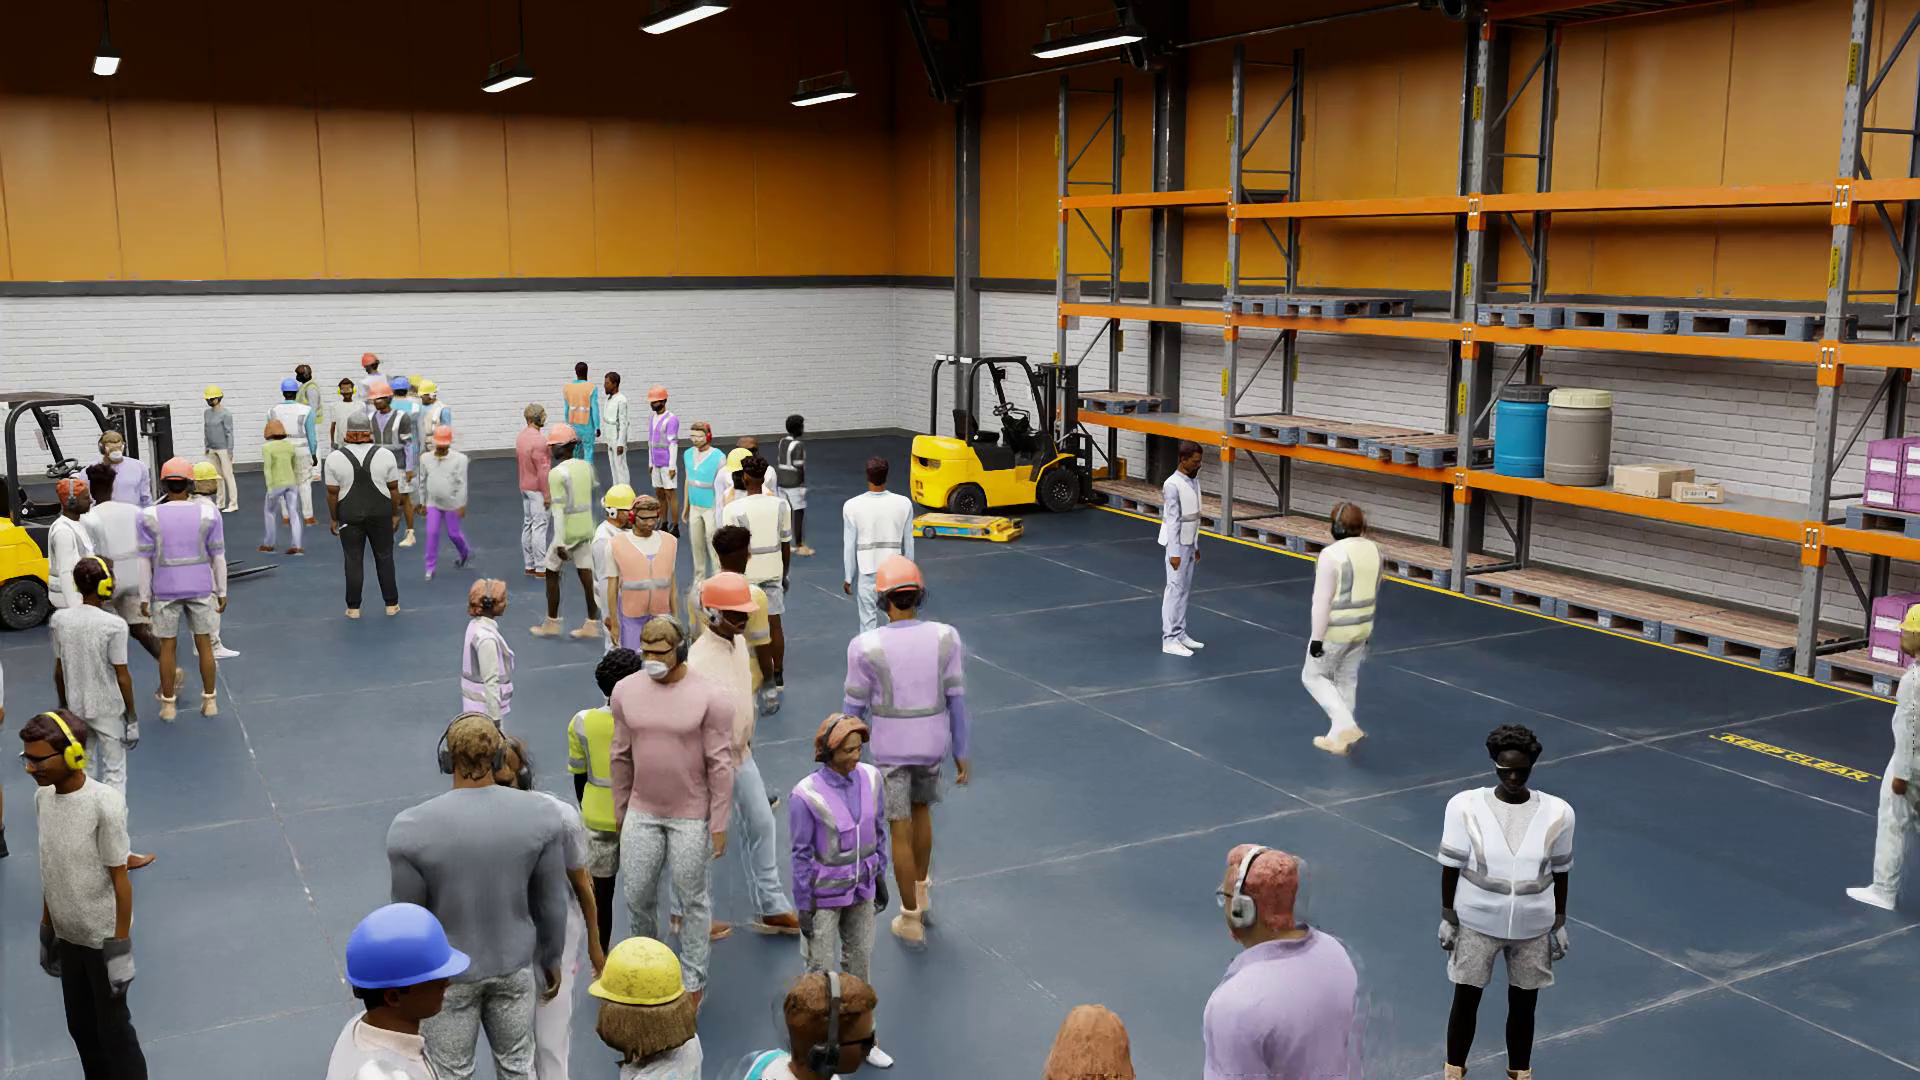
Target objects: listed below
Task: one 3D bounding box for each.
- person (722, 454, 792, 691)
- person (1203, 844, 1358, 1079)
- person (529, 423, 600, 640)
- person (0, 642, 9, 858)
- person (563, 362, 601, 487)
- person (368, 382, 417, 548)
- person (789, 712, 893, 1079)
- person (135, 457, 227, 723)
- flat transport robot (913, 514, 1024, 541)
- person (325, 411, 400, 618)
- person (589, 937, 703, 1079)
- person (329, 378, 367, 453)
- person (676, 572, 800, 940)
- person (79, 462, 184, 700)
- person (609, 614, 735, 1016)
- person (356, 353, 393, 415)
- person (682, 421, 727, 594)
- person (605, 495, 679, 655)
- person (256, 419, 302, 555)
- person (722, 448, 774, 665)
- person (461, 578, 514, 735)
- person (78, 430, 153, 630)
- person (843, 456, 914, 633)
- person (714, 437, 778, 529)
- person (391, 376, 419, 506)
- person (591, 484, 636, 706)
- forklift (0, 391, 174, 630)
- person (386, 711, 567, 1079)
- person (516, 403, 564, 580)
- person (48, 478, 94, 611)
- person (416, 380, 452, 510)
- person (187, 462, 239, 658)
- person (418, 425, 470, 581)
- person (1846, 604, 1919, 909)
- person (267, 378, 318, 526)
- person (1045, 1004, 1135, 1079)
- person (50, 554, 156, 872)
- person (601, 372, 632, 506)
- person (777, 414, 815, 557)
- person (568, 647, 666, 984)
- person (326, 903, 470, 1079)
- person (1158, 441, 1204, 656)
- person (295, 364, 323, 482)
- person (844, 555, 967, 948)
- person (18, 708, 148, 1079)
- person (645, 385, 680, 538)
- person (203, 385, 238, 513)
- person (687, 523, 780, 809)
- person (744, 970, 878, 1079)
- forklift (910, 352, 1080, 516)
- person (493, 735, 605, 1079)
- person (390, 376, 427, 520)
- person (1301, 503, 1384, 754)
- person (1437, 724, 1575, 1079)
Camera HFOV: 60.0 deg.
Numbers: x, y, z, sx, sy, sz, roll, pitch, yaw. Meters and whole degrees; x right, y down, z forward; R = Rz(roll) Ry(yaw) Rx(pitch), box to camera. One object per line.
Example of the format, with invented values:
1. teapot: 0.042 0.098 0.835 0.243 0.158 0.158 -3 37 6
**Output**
1. person: -1.645 0.280 13.462 0.613 1.965 0.361 -7 12 -34
2. person: 0.842 1.810 4.963 0.653 1.857 0.974 -9 13 -42
3. person: -3.675 -0.072 15.352 0.784 2.020 0.623 5 11 28
4. person: -5.882 0.956 9.697 0.390 1.925 0.550 9 14 43
5. person: -5.755 -1.752 25.332 0.587 1.911 0.397 4 10 20
6. person: -6.898 -0.901 20.099 0.611 2.033 0.441 3 10 16
7. person: -0.523 1.537 7.192 0.320 1.631 0.518 10 14 44
8. person: -5.940 0.379 12.730 0.615 2.029 0.409 -5 11 -27
9. flat transport robot: 0.027 -0.170 20.929 1.431 0.197 0.652 4 11 21
10. person: -5.860 -0.258 16.349 0.676 2.000 0.536 -4 11 -21
11. person: -0.855 1.931 4.606 0.295 1.744 0.484 1 10 4
12. person: -8.318 -1.274 22.685 0.521 1.874 0.328 -4 11 -22
13. person: -1.130 1.137 8.521 0.865 1.958 0.642 4 11 23
14. person: -6.680 0.345 13.242 0.882 1.925 0.652 6 11 30
15. person: -1.359 1.294 7.757 0.632 1.933 0.414 3 10 15
16. person: -9.281 -1.992 26.494 0.608 1.990 1.018 -7 12 -34
17. person: -2.638 -0.330 17.359 0.573 1.834 0.389 8 12 38
18. person: -2.305 0.576 12.127 0.563 1.838 0.389 -7 12 -37
19. person: -8.102 -0.622 19.707 0.713 1.598 0.530 5 11 28
20. person: -1.836 0.157 14.338 0.586 1.915 0.396 7 12 36
21. person: -2.853 1.037 10.079 0.314 1.631 0.521 -4 11 -22
22. person: -7.912 -0.081 15.661 0.375 1.930 0.636 9 13 41
23. person: -0.663 0.273 13.640 0.587 1.920 0.391 -2 10 -11
24. person: -2.023 -0.075 15.892 0.623 1.835 0.429 -4 11 -23
25. person: -7.795 -1.363 23.210 0.510 1.870 0.328 4 11 22
26. person: -2.615 0.471 12.809 0.403 1.817 0.601 1 10 5
27. forklift: -9.026 -0.363 16.508 1.214 2.155 2.313 6 11 29
28. person: -1.759 1.577 6.124 0.635 1.929 0.381 -5 11 -28
29. person: -4.631 -0.532 18.220 0.373 1.940 0.628 -7 12 -36
30. person: -6.735 0.465 12.671 0.349 1.877 0.577 -4 10 -20
31. person: -7.301 -1.304 23.003 0.591 1.822 0.404 5 11 26
32. person: -6.644 0.174 14.712 0.493 1.740 0.314 9 13 42
33. person: -5.670 -0.441 18.362 0.576 1.720 0.696 0 10 3
34. person: 5.177 1.191 8.885 0.494 1.724 0.641 -6 11 -29
35. person: -8.690 -1.135 21.701 0.603 1.939 0.415 0 10 -2
36. person: 0.302 2.021 4.455 0.521 1.598 0.610 4 11 21
37. person: -4.960 1.010 9.580 0.537 1.860 0.329 2 10 11
38. person: -4.791 -1.391 23.222 0.392 1.919 0.590 -6 11 -30
39. person: -1.979 -0.652 19.618 0.343 1.692 0.576 -6 11 -30
40. person: -1.623 1.355 8.051 0.529 1.697 0.317 3 10 14
41. person: -1.443 1.877 4.319 0.403 1.948 0.605 -4 11 -23
42. person: 1.984 0.061 14.880 0.392 1.914 0.587 5 11 25
43. person: -10.185 -1.830 26.006 0.429 1.837 0.624 -6 11 -29
44. person: -0.318 1.075 8.725 0.627 2.014 0.750 -4 11 -21
45. person: -3.395 1.557 6.447 0.524 1.857 0.345 5 11 28
46. person: -3.731 -0.970 20.775 0.388 1.930 0.544 -9 13 -43
47. person: -10.203 -1.250 22.886 0.527 1.760 0.337 5 11 28
48. person: -1.447 0.863 10.238 0.606 1.929 0.954 8 13 39
49. person: -0.560 1.971 4.229 0.801 1.813 0.565 -5 11 -28
50. forklift: 0.460 -1.461 22.833 2.313 2.155 1.214 -5 11 -28
51. person: -1.687 1.602 6.389 0.535 1.785 0.876 1 10 7
52. person: -7.487 -1.237 22.359 0.639 1.923 0.886 -2 10 -14
53. person: 2.707 0.645 11.760 0.644 1.828 0.449 -7 12 -36
54. person: 2.225 1.570 6.813 0.540 1.695 0.317 1 10 8
